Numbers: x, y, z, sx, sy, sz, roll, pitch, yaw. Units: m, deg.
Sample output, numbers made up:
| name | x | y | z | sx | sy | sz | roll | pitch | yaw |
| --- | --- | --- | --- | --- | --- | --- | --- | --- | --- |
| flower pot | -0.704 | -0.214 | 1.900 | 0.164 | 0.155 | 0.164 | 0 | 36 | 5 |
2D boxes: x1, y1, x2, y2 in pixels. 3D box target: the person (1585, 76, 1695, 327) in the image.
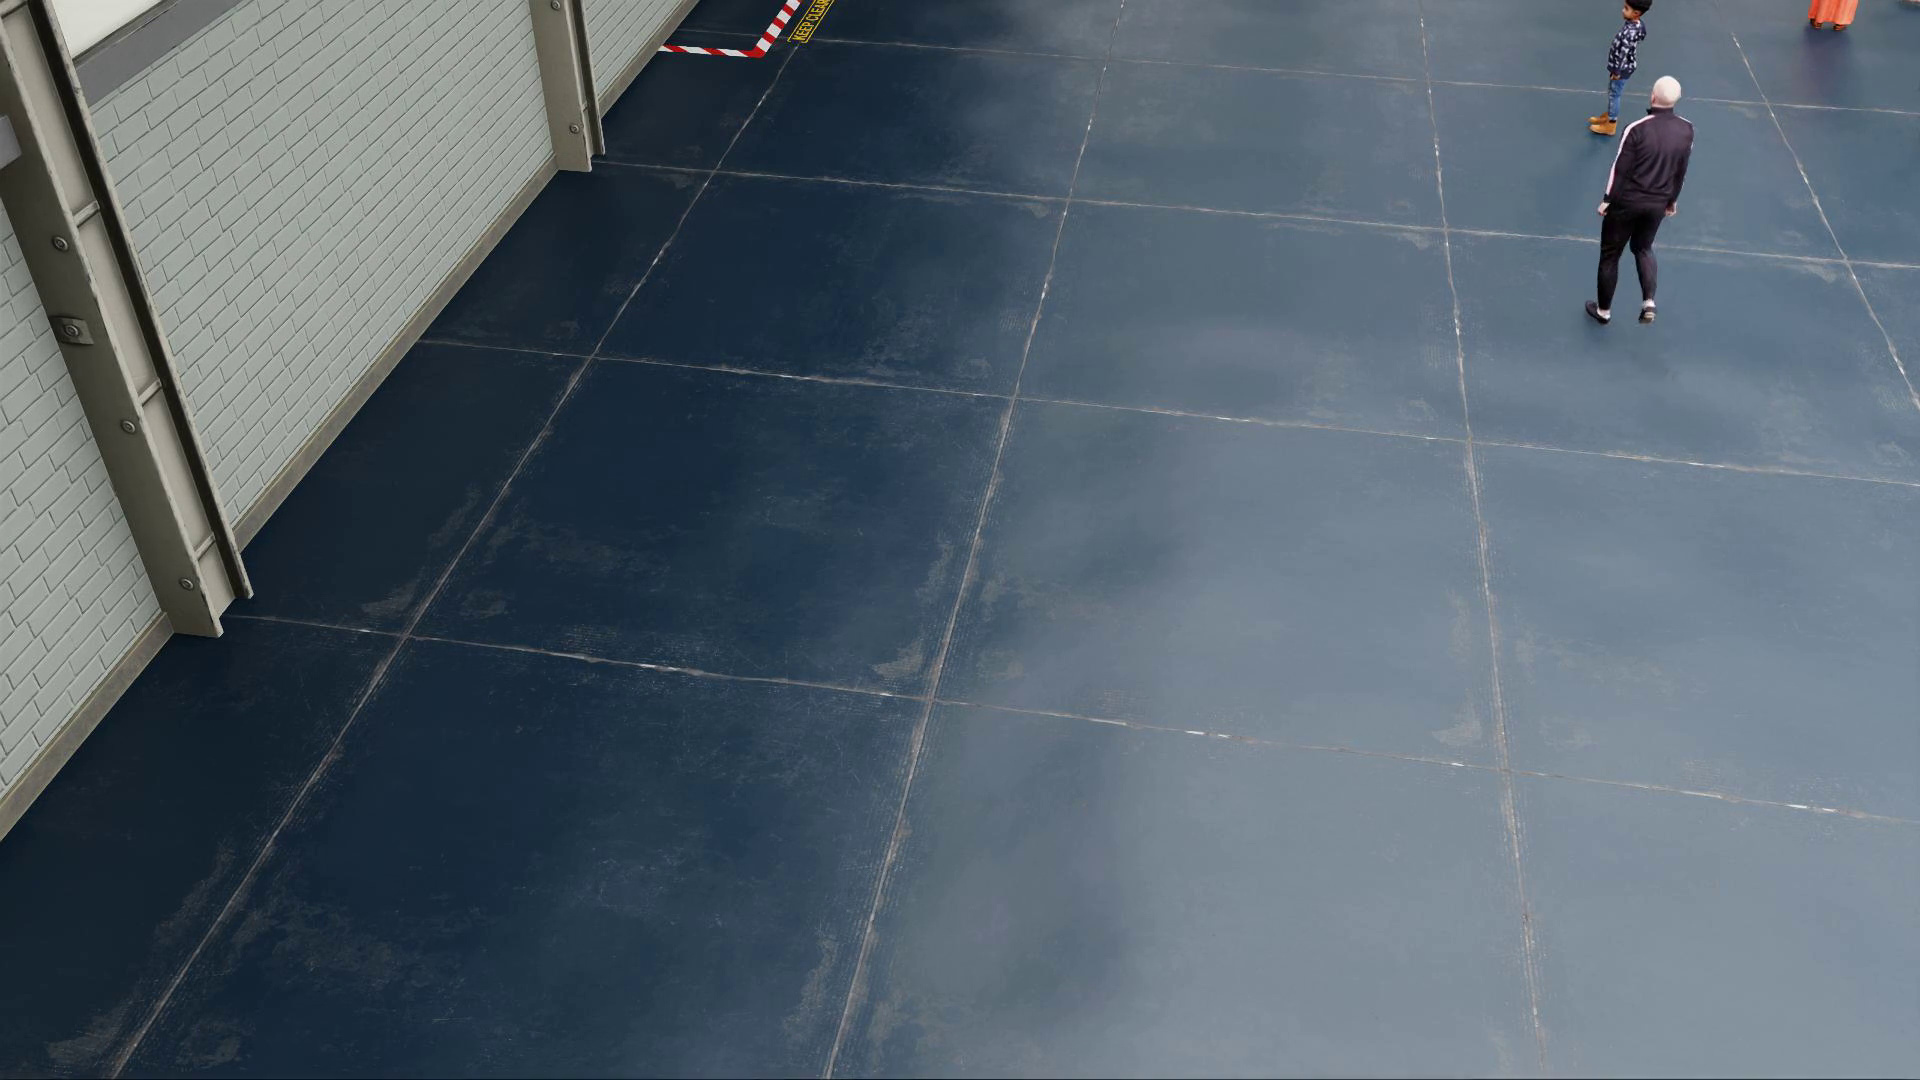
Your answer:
| name | x | y | z | sx | sy | sz | roll | pitch | yaw |
| --- | --- | --- | --- | --- | --- | --- | --- | --- | --- |
| person | 4.685 | -2.230 | 11.383 | 0.818 | 1.821 | 0.916 | -5 | 38 | -6 |

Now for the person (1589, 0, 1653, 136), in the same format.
| name | x | y | z | sx | sy | sz | roll | pitch | yaw |
| --- | --- | --- | --- | --- | --- | --- | --- | --- | --- |
| person | 5.676 | -4.096 | 14.229 | 0.593 | 1.253 | 0.485 | 13 | 40 | 16 |
